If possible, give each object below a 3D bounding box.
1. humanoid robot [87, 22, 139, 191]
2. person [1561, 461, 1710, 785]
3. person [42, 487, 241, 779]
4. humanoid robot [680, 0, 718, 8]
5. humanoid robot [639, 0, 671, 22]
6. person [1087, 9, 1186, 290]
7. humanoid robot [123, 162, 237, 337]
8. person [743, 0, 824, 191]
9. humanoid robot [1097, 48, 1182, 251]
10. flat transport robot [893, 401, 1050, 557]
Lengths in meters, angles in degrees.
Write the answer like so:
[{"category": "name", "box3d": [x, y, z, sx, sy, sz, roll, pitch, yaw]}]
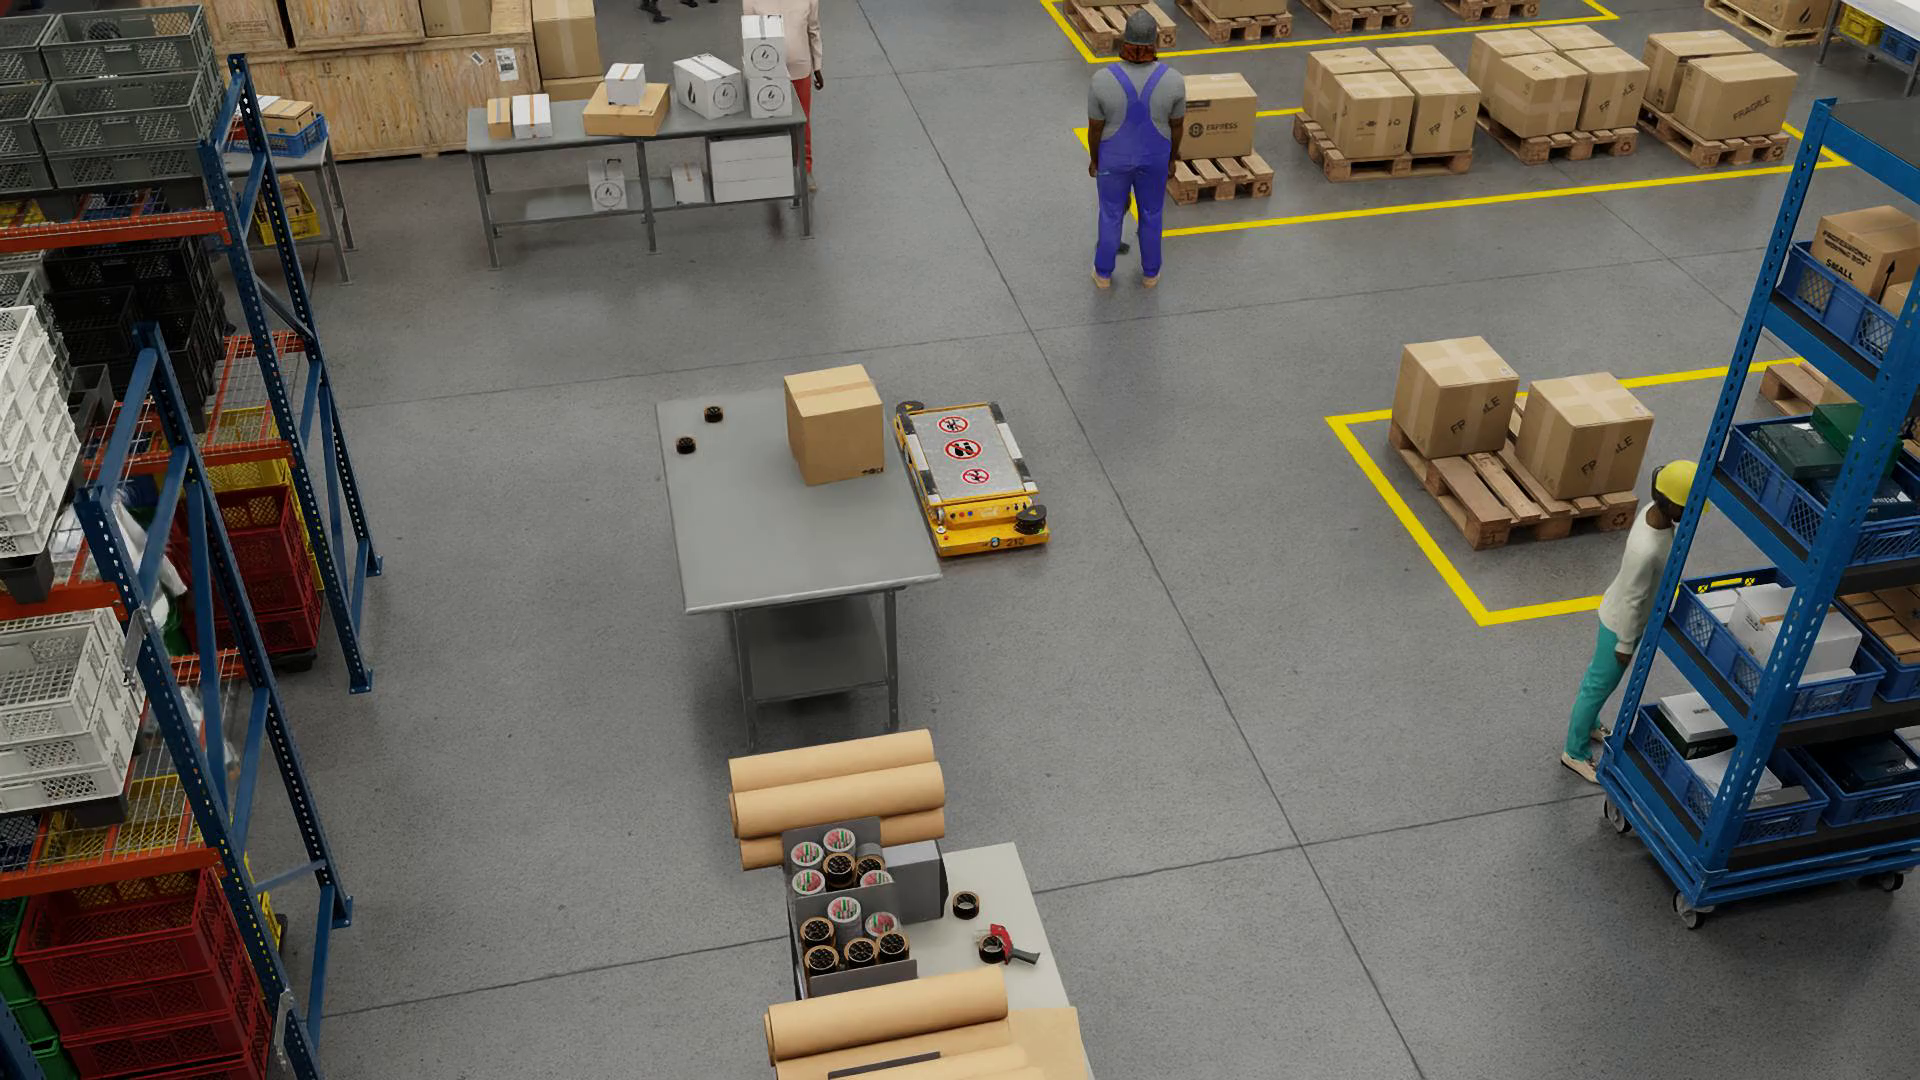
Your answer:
[{"category": "humanoid robot", "box3d": [-6.186, -3.065, 12.482, 0.327, 1.657, 0.585, -23, 43, -28]}, {"category": "person", "box3d": [3.167, 0.370, 7.808, 0.325, 1.760, 0.523, 18, 40, 23]}, {"category": "person", "box3d": [-3.945, 0.383, 7.736, 0.892, 1.828, 0.609, 3, 37, 5]}, {"category": "humanoid robot", "box3d": [-2.717, -6.253, 16.766, 0.589, 1.657, 0.327, -20, 41, -24]}, {"category": "humanoid robot", "box3d": [-3.052, -5.971, 16.425, 0.703, 1.626, 0.549, 25, 43, 29]}, {"category": "person", "box3d": [1.216, -2.745, 11.760, 0.683, 2.000, 0.539, 0, 37, 0]}, {"category": "humanoid robot", "box3d": [-5.269, -2.083, 11.162, 0.607, 1.657, 0.315, 5, 37, 6]}, {"category": "person", "box3d": [-1.375, -3.688, 13.065, 0.621, 1.991, 0.395, -8, 37, -11]}, {"category": "humanoid robot", "box3d": [1.339, -2.913, 12.295, 0.649, 1.638, 0.383, -24, 43, -28]}, {"category": "flat transport robot", "box3d": [0.046, -0.430, 10.108, 0.652, 0.197, 1.431, -8, 37, -10]}]
